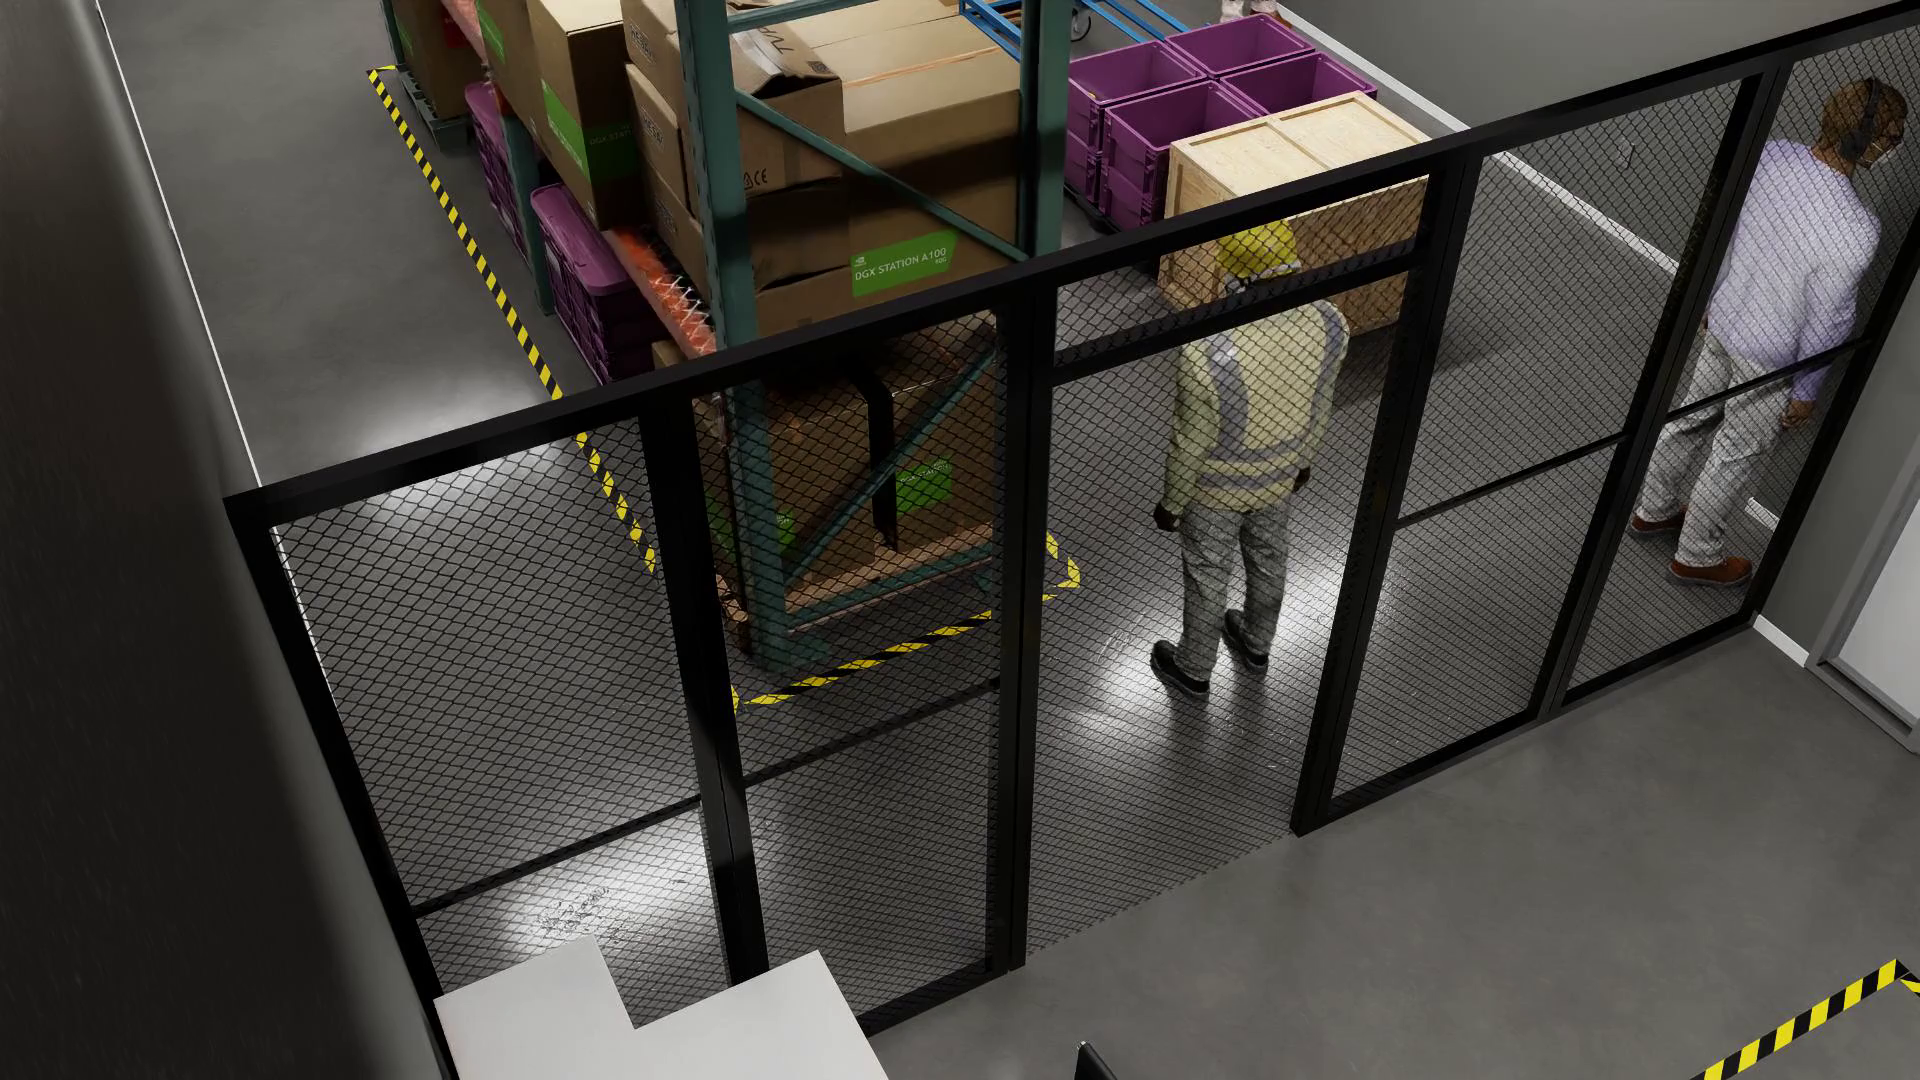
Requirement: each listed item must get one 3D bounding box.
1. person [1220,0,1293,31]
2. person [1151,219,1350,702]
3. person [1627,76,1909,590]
[{"bbox_3d":[1.673,-3.631,8.880,0.635,1.989,0.401,-30,50,-29],"label":"person"},{"bbox_3d":[0.877,-0.231,5.282,0.594,1.822,0.403,-18,45,-19],"label":"person"},{"bbox_3d":[2.737,-0.672,5.682,0.351,1.935,0.635,-8,43,-9],"label":"person"}]
